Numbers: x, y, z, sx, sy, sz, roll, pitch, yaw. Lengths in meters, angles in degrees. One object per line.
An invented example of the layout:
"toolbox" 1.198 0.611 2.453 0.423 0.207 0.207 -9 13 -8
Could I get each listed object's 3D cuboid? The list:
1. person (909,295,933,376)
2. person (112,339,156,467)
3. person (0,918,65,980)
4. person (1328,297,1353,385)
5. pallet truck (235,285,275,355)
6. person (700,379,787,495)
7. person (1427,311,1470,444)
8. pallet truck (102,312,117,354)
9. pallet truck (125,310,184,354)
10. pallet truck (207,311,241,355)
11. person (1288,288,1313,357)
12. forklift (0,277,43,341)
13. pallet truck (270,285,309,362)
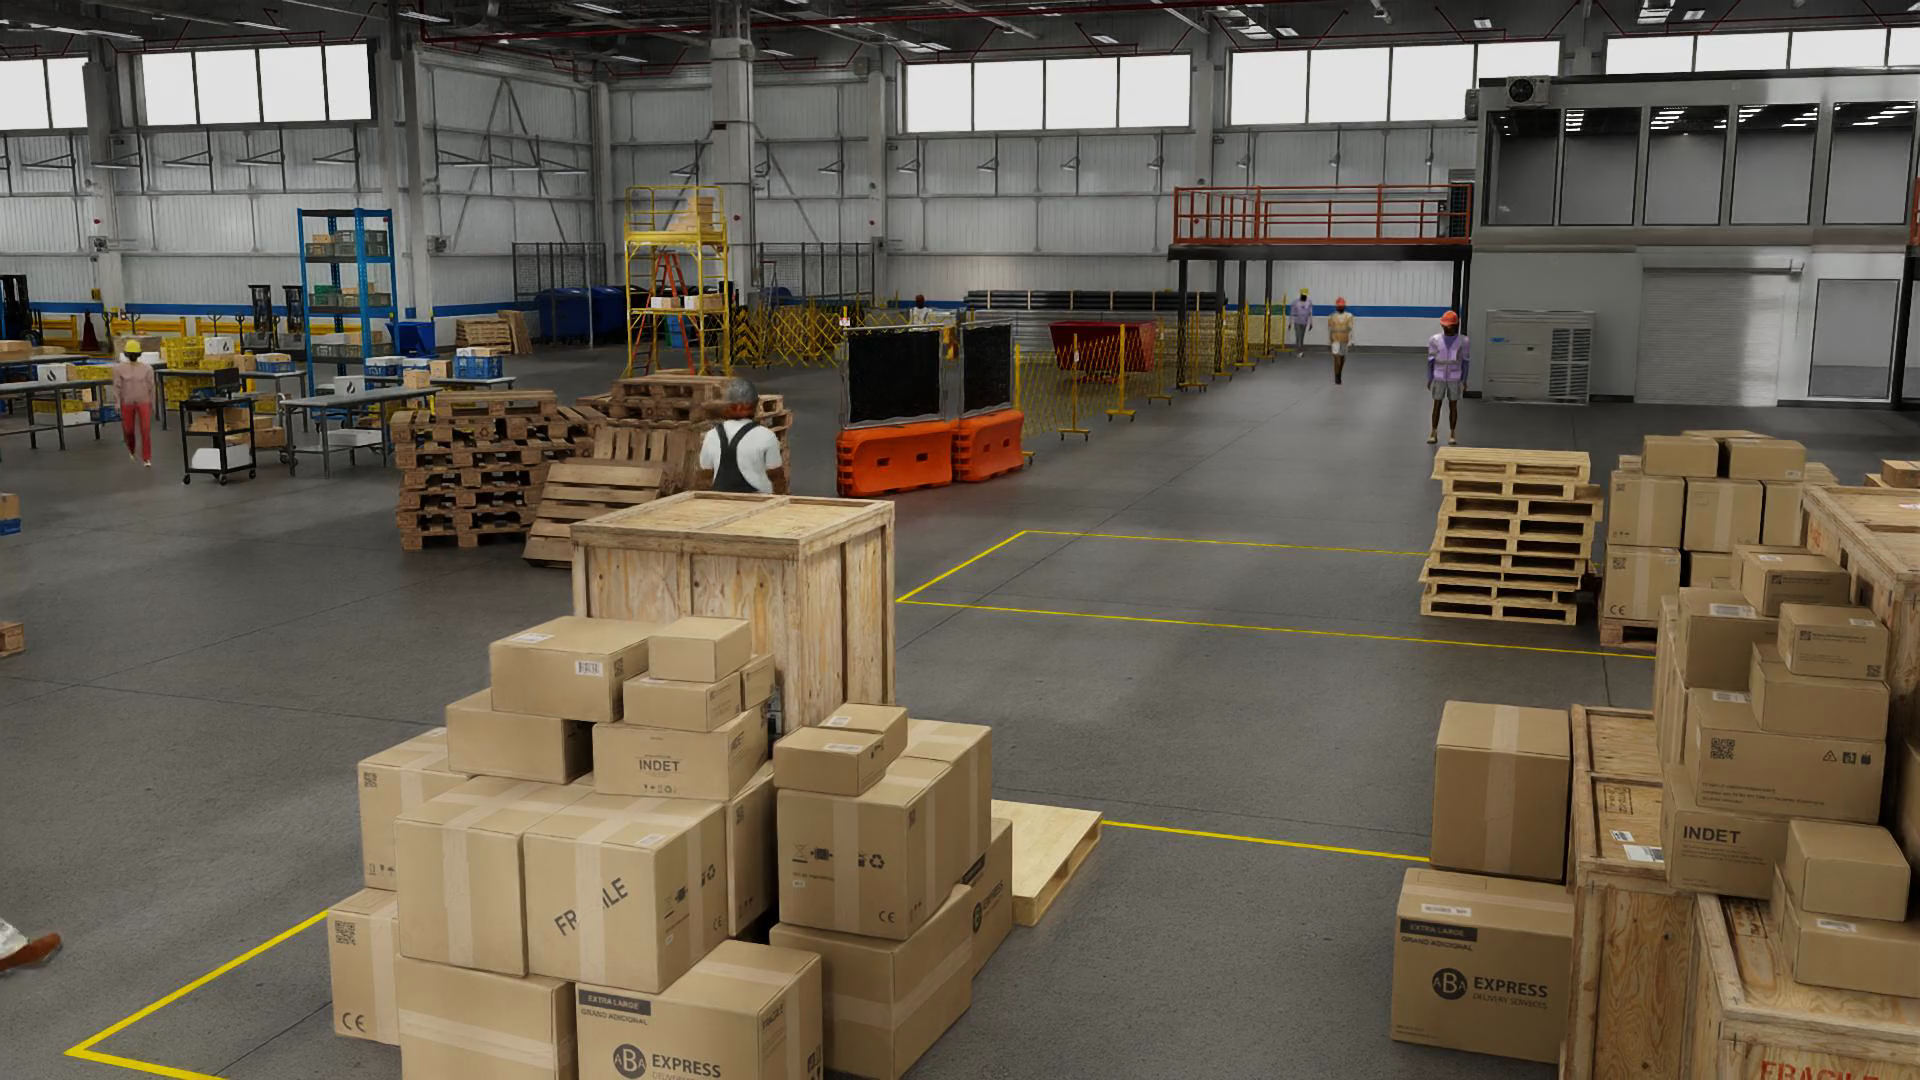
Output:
"person" -0.912 -4.752 38.649 0.574 1.882 0.358 4 11 20
"person" -11.346 -1.888 22.885 0.539 1.751 0.487 -5 11 -28
"person" -4.181 0.909 6.744 0.637 1.898 0.912 8 13 38
"person" 8.329 -4.380 36.493 0.545 1.907 0.914 1 10 4
"pallet truck" -18.327 -5.835 44.421 0.823 1.965 1.885 4 11 23
"person" -1.702 -0.294 13.096 0.677 2.000 1.022 6 12 30
"person" 7.435 -2.466 25.345 0.609 2.035 0.403 4 11 20
"pallet truck" -23.057 -5.777 46.261 0.680 1.201 1.601 3 11 19
"pallet truck" -22.038 -5.665 45.457 0.704 1.261 1.522 3 11 17
"pallet truck" -19.537 -5.575 44.913 0.653 1.274 1.630 3 11 19
"person" 9.277 -5.936 45.346 0.623 1.890 0.926 -1 10 -5
"forklift" -27.151 -6.329 46.328 1.157 1.987 2.680 3 11 17
"pallet truck" -17.147 -5.700 43.663 0.823 1.965 1.885 3 11 17
